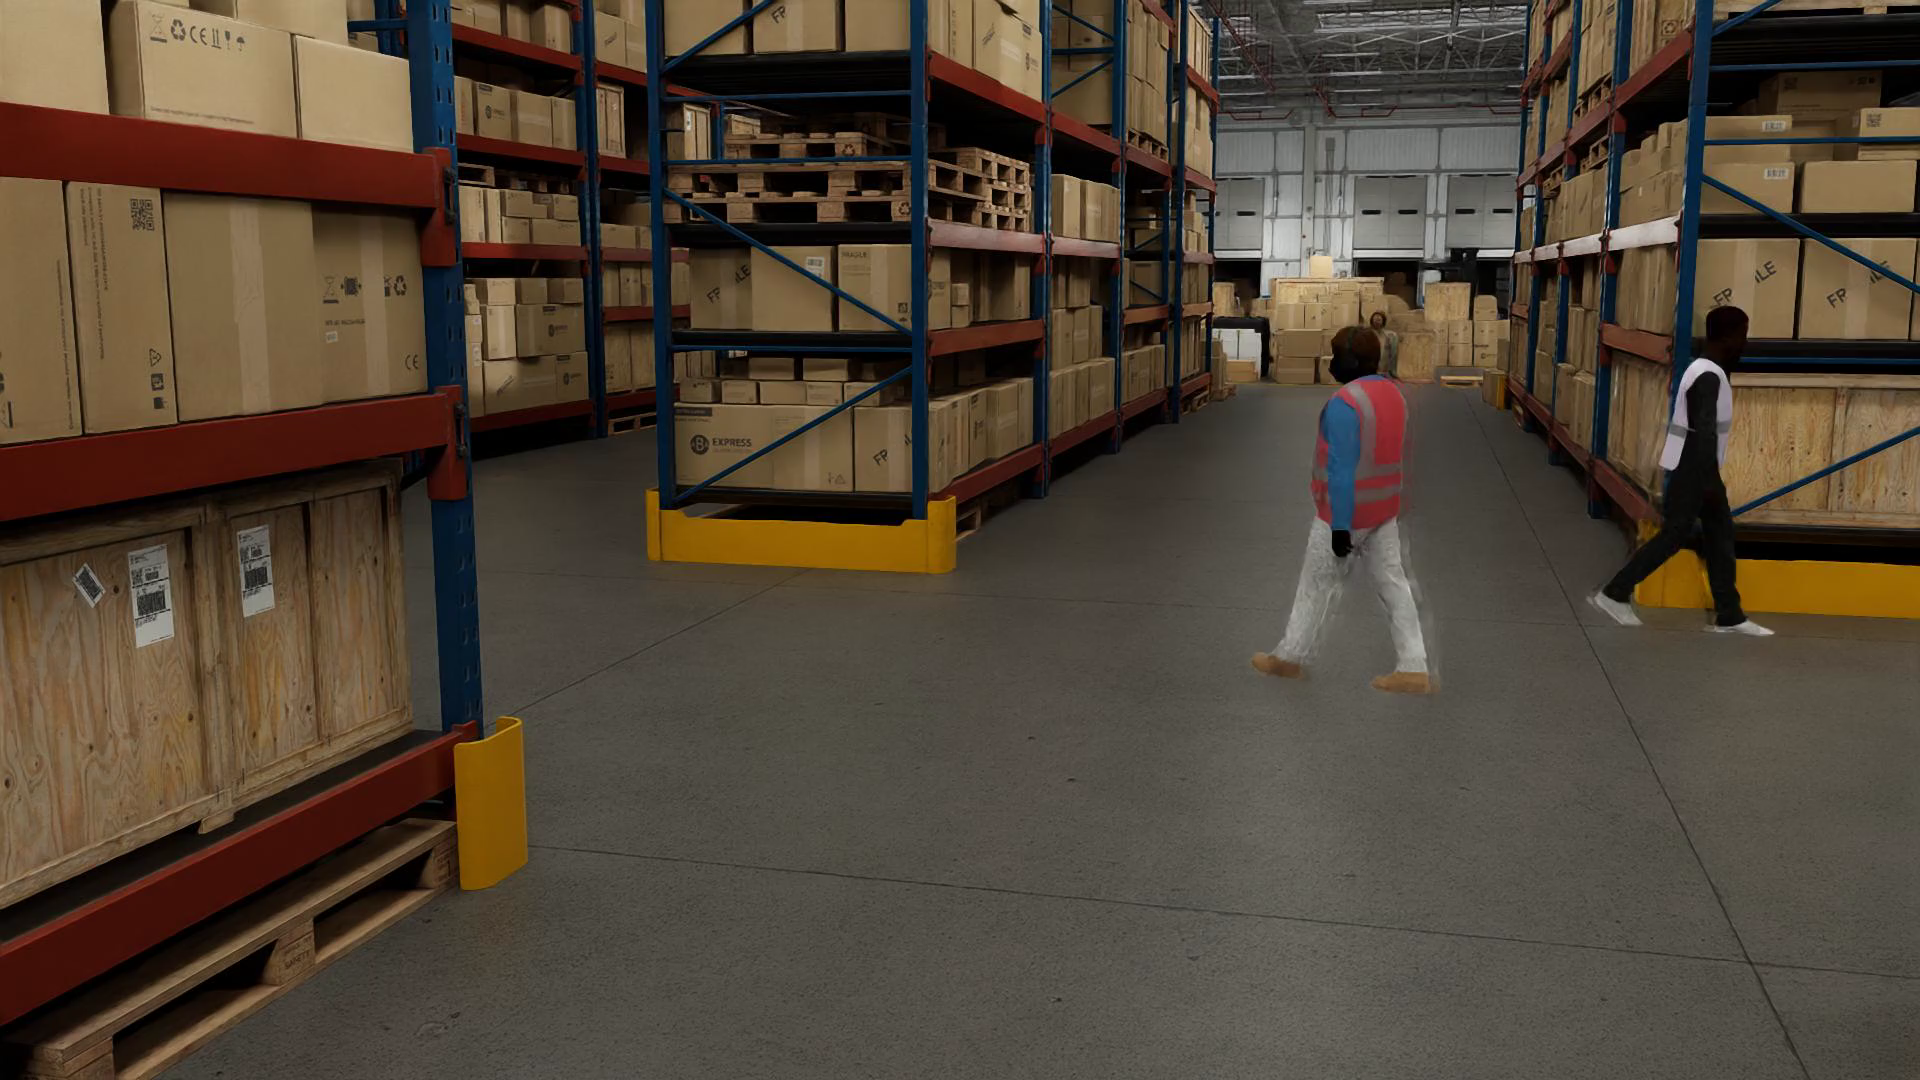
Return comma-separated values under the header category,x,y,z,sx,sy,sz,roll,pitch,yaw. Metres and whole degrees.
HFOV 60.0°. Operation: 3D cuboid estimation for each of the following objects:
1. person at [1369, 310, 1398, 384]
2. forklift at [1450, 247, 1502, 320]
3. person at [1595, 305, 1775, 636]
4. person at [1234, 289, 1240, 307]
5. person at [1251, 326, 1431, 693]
category,x,y,z,sx,sy,sz,roll,pitch,yaw
person,5.233,-2.072,20.896,0.516,1.628,0.383,3,10,21
forklift,13.305,-6.333,44.005,1.873,2.768,1.129,-2,9,-10
person,4.151,-0.395,9.481,0.929,1.882,0.604,5,10,28
person,9.465,-7.783,57.147,0.312,1.639,0.520,4,10,24
person,1.928,-0.147,8.171,0.959,1.793,0.641,9,12,44
